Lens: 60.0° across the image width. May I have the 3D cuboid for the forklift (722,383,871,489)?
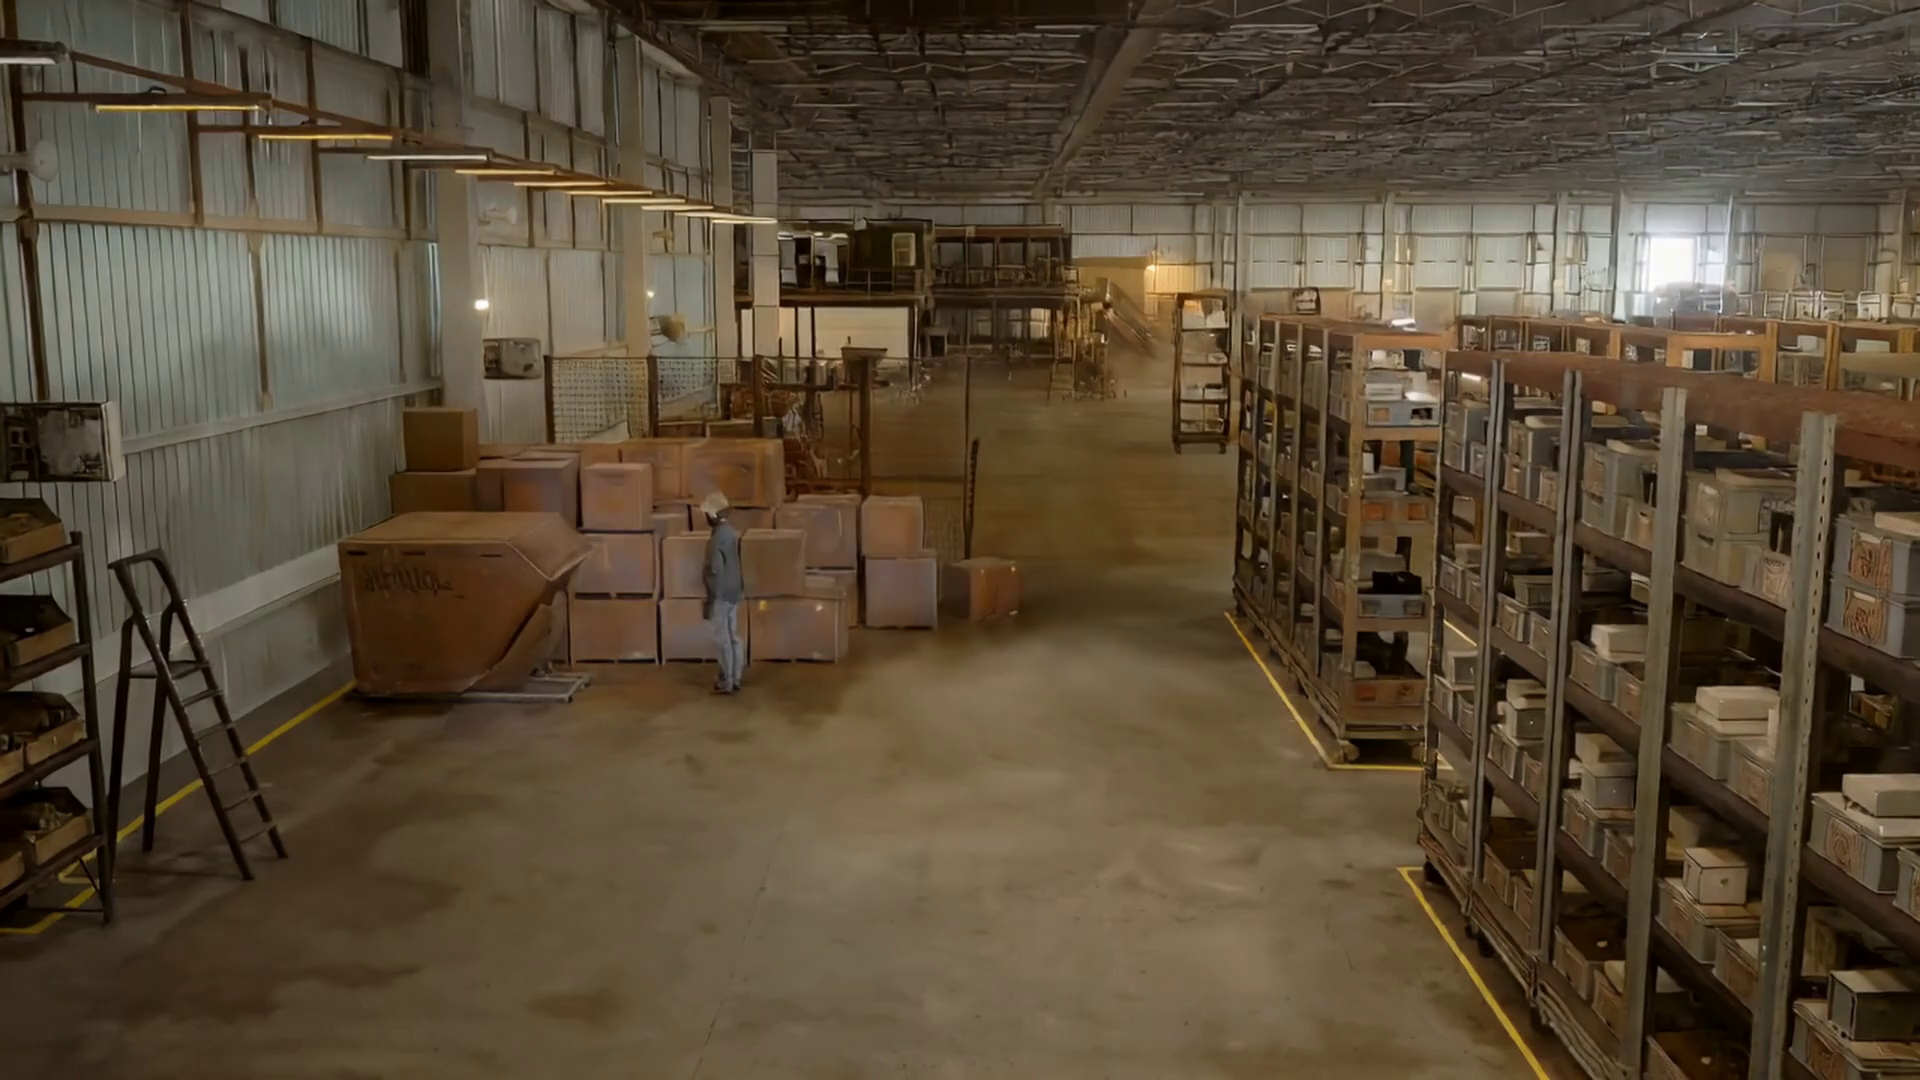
[{"bbox_3d":[-2.893,-1.687,28.729,2.680,1.987,1.157,0,9,-1],"label":"forklift"}]

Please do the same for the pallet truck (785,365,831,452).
[{"bbox_3d":[-3.774,-2.976,37.635,1.885,1.965,0.823,1,9,5],"label":"pallet truck"}]

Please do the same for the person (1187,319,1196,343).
[{"bbox_3d":[13.244,-12.198,94.705,0.642,1.935,0.447,0,9,-2],"label":"person"}]

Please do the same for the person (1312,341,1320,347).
[{"bbox_3d":[15.864,-8.846,74.186,0.999,1.894,0.544,-3,10,-18],"label":"person"}]

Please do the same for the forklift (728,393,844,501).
[{"bbox_3d":[-2.979,-1.316,26.476,2.680,1.987,1.157,0,9,1],"label":"forklift"}]

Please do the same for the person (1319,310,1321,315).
[{"bbox_3d":[20.440,-12.247,95.318,0.820,1.843,0.521,4,10,22],"label":"person"}]

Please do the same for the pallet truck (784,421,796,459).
[{"bbox_3d":[-4.013,-1.793,32.705,1.601,1.201,0.680,0,9,1],"label":"pallet truck"}]

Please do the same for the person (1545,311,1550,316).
[{"bbox_3d":[32.234,-11.596,91.112,0.812,1.910,0.549,-8,12,-42],"label":"person"}]

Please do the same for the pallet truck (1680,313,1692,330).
[{"bbox_3d":[36.315,-10.531,84.244,0.823,1.965,1.885,-6,11,-33],"label":"pallet truck"}]

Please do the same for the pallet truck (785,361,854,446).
[{"bbox_3d":[-3.410,-3.193,38.978,1.885,1.965,0.823,0,9,-1],"label":"pallet truck"}]

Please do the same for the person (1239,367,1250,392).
[{"bbox_3d":[8.170,-4.462,47.110,0.568,1.900,0.686,5,10,26],"label":"person"}]

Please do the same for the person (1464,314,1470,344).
[{"bbox_3d":[25.621,-10.490,84.299,0.890,1.888,0.599,-2,9,-9],"label":"person"}]

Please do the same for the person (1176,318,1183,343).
[{"bbox_3d":[10.541,-9.832,80.397,0.513,1.845,0.336,-7,11,-36],"label":"person"}]

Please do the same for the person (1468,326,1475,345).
[{"bbox_3d":[24.260,-9.628,79.100,0.740,1.862,0.585,2,10,15],"label":"person"}]

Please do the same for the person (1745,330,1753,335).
[{"bbox_3d":[34.637,-8.761,73.188,0.536,2.000,0.673,-1,9,-8],"label":"person"}]

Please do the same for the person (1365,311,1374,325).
[{"bbox_3d":[22.169,-11.434,90.053,0.592,1.919,0.392,-8,12,-39],"label":"person"}]

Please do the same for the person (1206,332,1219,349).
[{"bbox_3d":[12.173,-9.807,80.035,0.631,1.906,0.487,0,9,-1],"label":"person"}]

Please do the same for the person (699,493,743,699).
[{"bbox_3d":[-2.302,0.536,16.000,0.391,1.989,0.611,2,10,15],"label":"person"}]

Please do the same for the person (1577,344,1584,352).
[{"bbox_3d":[20.963,-5.806,56.242,0.513,1.617,0.501,9,13,44],"label":"person"}]

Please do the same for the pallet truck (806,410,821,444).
[{"bbox_3d":[-3.559,-2.018,33.905,1.522,1.261,0.704,0,9,-1],"label":"pallet truck"}]

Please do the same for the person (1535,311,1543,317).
[{"bbox_3d":[32.100,-11.777,92.283,0.361,1.882,0.575,-9,13,-43],"label":"person"}]

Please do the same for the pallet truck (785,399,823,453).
[{"bbox_3d":[-3.814,-2.432,36.419,1.630,1.274,0.653,0,9,1],"label":"pallet truck"}]

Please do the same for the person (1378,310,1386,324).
[{"bbox_3d":[24.247,-12.300,95.632,0.429,1.841,0.634,0,9,-3],"label":"person"}]

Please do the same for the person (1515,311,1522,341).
[{"bbox_3d":[30.165,-11.368,89.656,0.382,1.917,0.585,-6,11,-32],"label":"person"}]
